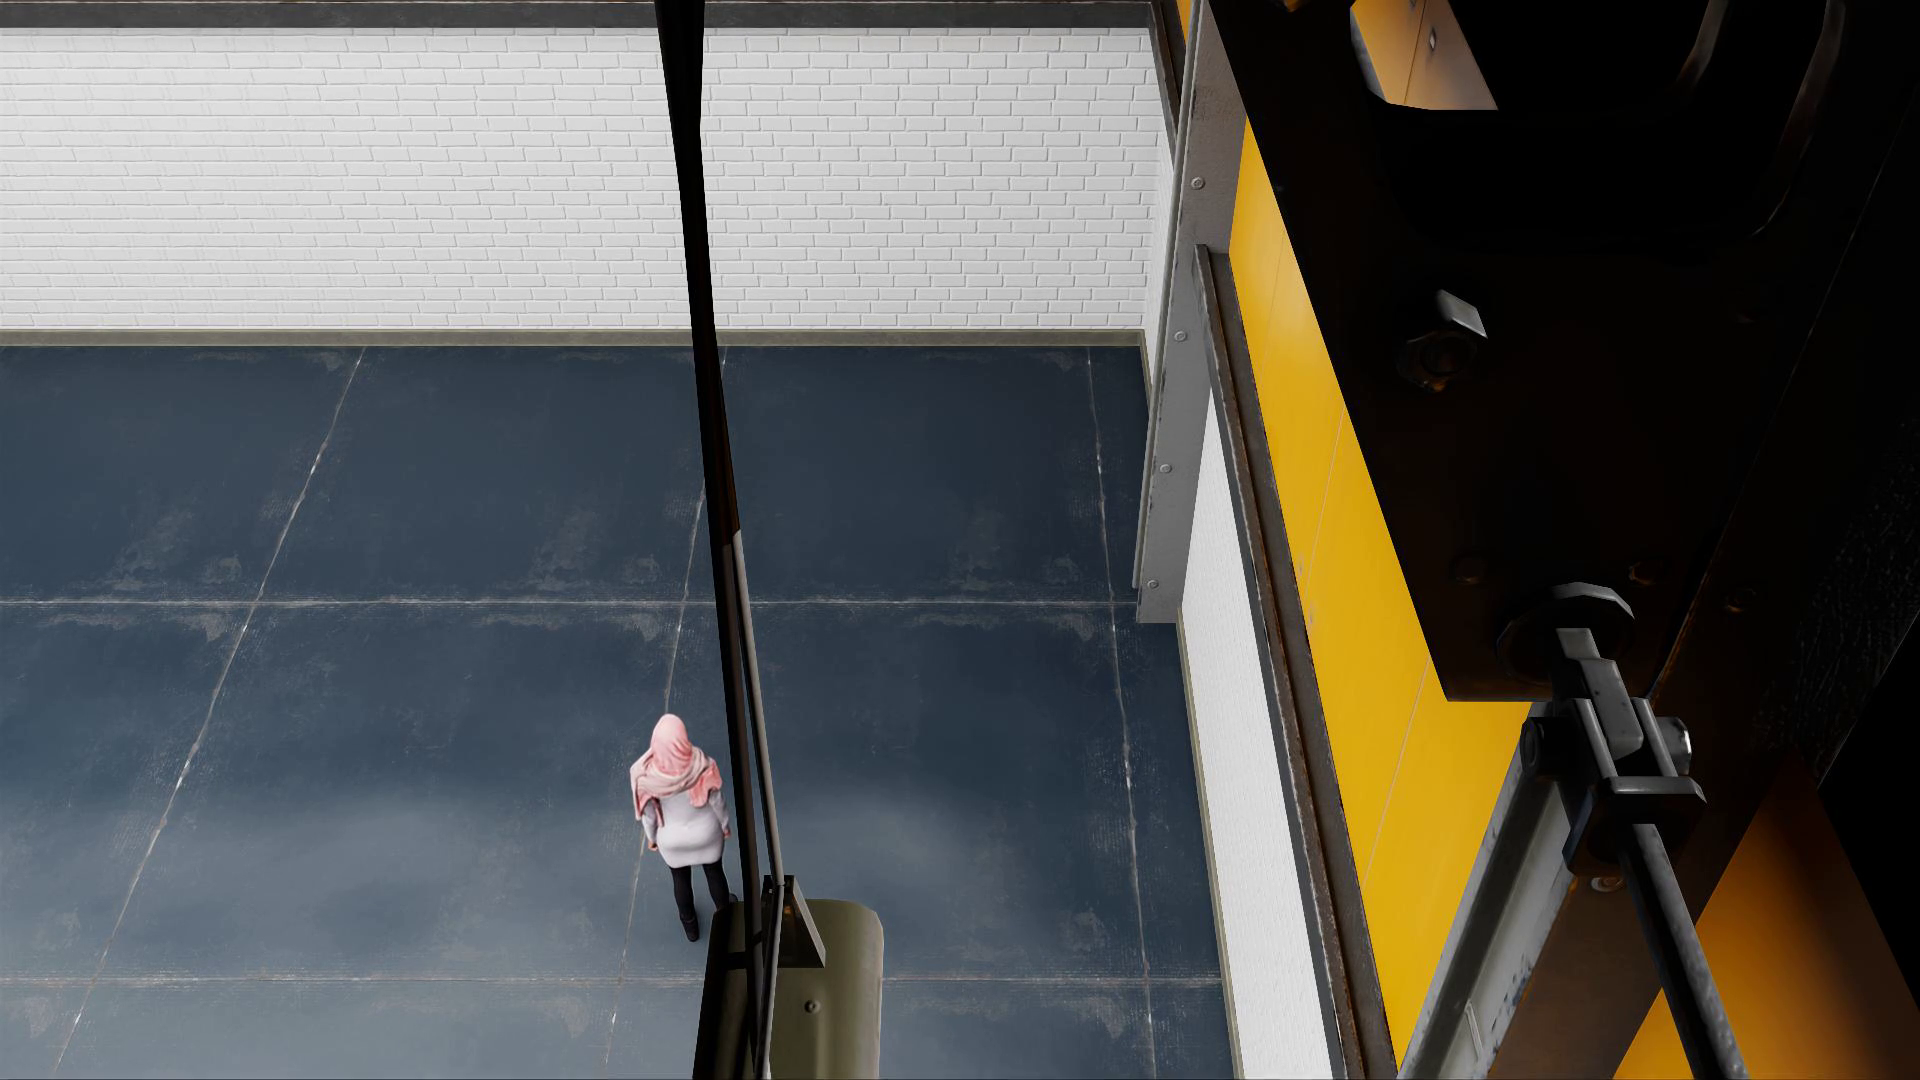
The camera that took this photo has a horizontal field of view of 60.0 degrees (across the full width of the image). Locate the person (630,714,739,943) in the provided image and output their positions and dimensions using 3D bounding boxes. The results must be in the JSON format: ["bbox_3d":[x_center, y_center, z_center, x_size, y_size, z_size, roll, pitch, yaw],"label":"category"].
[{"bbox_3d":[-1.495,1.590,9.137,0.662,1.803,0.625,-6,44,-7],"label":"person"}]
